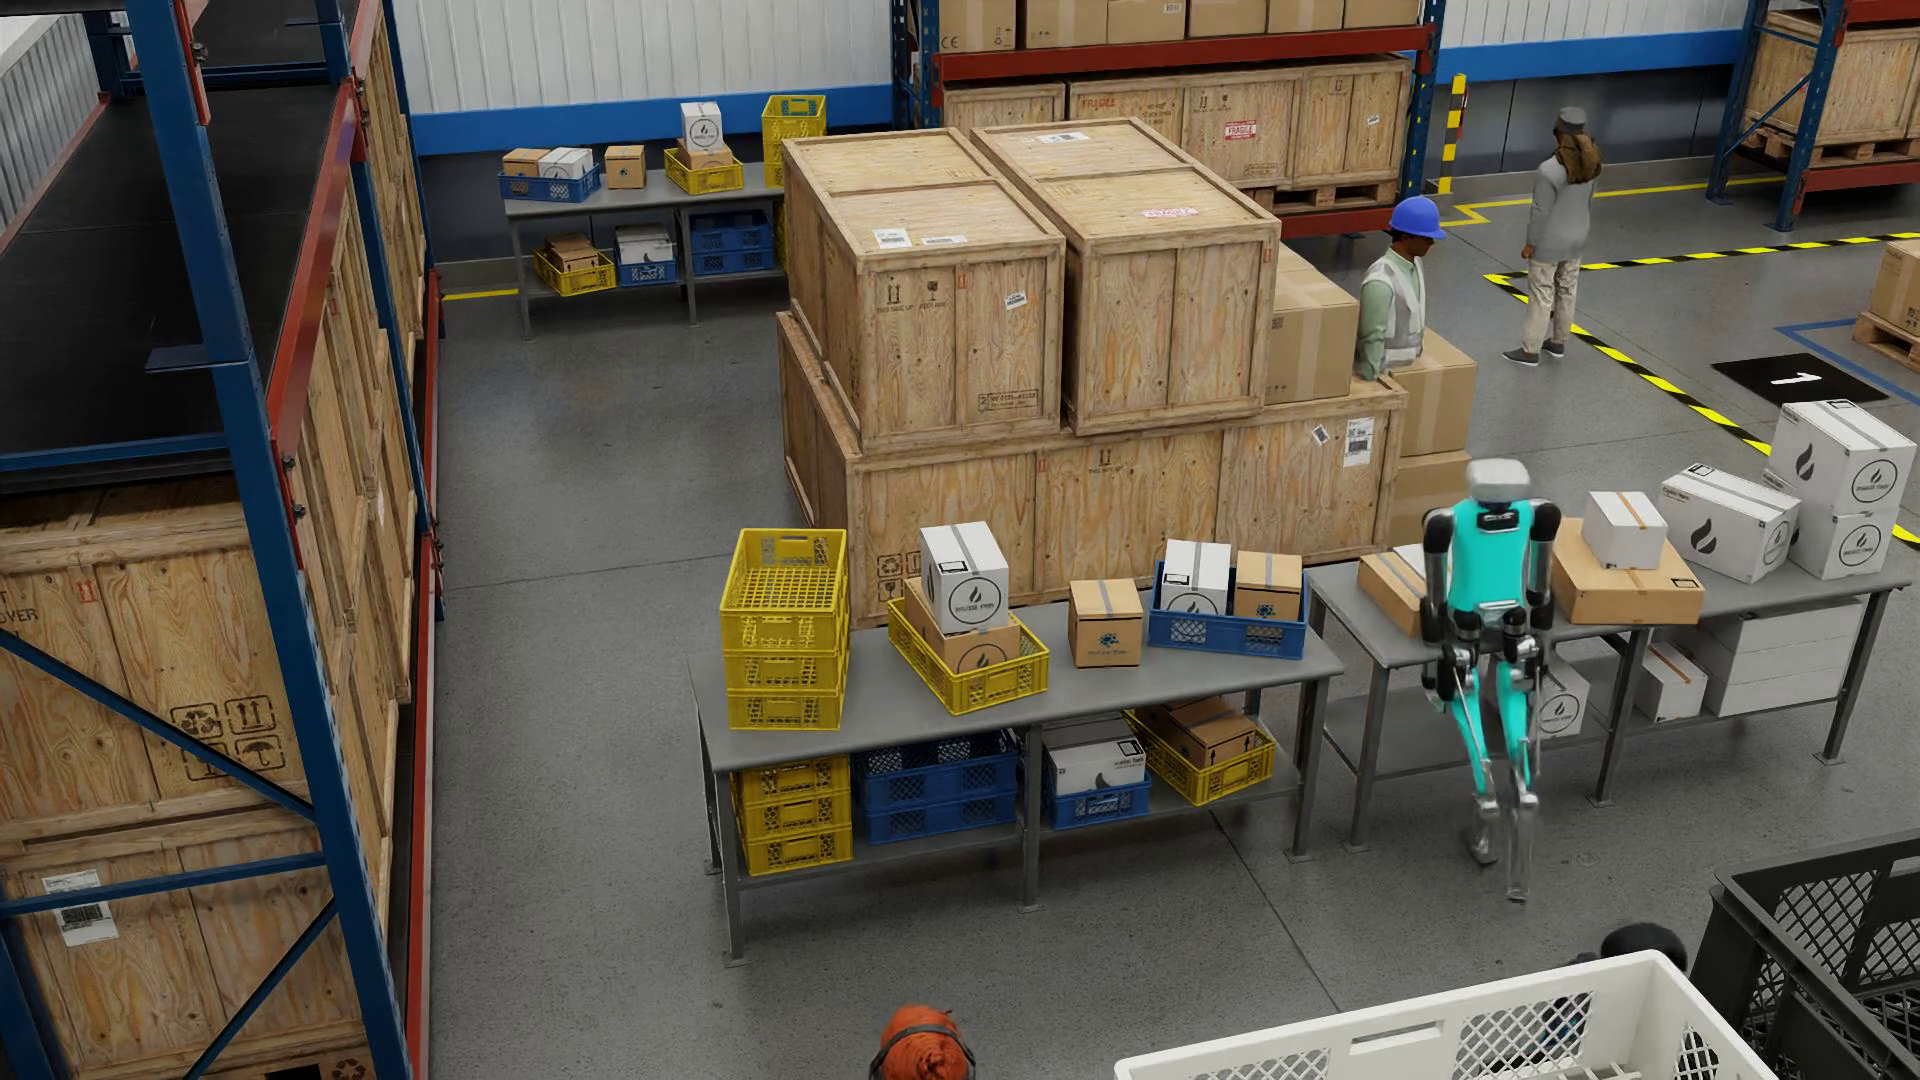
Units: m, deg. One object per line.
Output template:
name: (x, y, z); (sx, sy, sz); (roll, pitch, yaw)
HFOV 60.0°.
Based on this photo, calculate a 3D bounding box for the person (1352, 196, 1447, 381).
person: (2.333, -0.930, 9.079); (0.410, 1.939, 0.602); (18, 34, 29)

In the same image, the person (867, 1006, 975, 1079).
person: (-0.077, 1.884, 4.025); (0.574, 1.881, 0.353); (-7, 30, -13)

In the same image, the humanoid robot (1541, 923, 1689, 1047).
humanoid robot: (1.670, 1.685, 4.601); (0.512, 1.647, 0.594); (-6, 29, -11)

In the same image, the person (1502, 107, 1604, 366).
person: (4.042, -2.043, 11.276); (0.563, 1.761, 0.405); (-16, 33, -27)

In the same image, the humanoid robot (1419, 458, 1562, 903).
humanoid robot: (2.089, 0.652, 6.507); (0.566, 1.873, 0.767); (-2, 29, -4)
